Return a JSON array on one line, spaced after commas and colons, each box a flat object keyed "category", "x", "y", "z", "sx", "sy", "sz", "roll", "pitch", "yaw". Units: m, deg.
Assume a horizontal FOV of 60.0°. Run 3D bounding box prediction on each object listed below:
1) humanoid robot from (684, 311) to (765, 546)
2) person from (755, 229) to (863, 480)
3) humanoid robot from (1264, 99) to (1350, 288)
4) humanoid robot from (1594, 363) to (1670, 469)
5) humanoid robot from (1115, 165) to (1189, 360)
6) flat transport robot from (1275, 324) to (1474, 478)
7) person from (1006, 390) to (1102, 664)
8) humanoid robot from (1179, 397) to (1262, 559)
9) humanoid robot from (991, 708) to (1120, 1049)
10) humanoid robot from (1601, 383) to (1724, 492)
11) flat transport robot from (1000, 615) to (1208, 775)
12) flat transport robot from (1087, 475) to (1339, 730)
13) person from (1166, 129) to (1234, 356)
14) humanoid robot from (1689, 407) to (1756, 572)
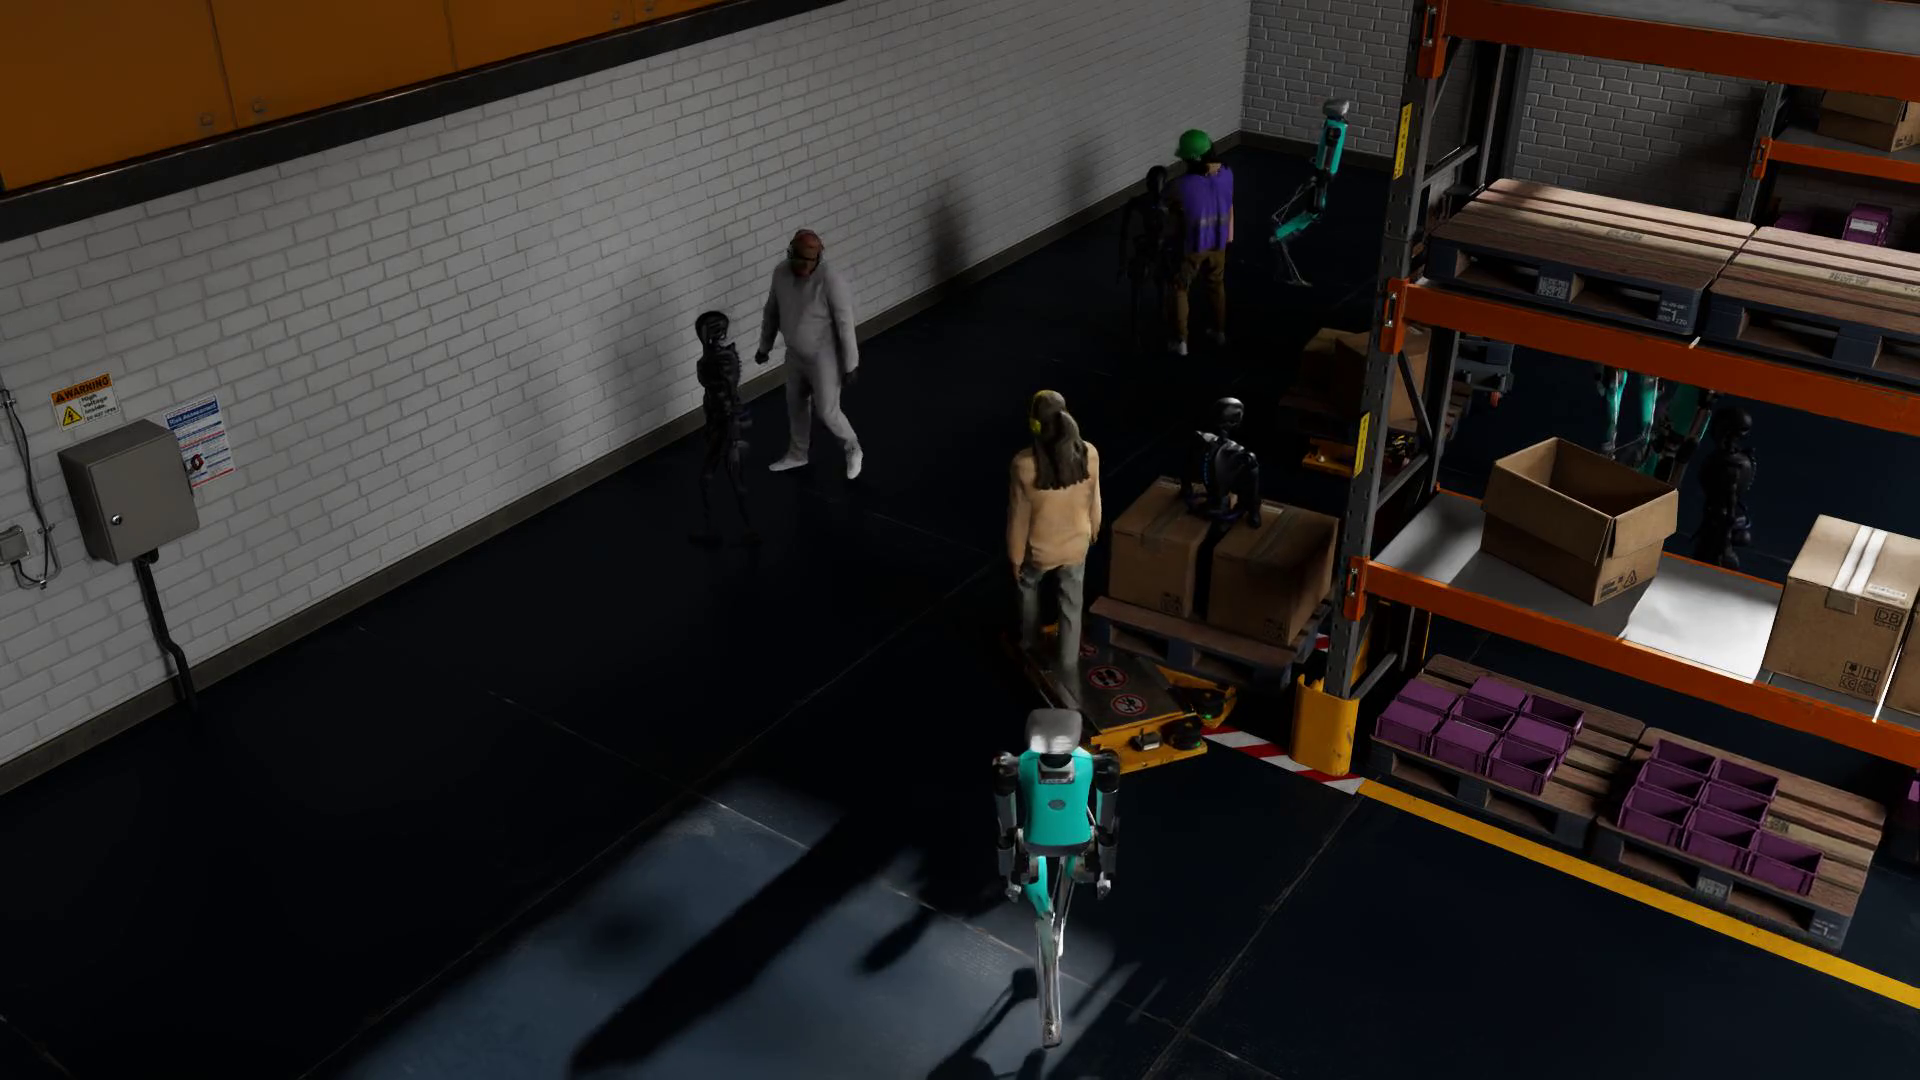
[{"category": "humanoid robot", "x": -1.579, "y": -0.699, "z": 10.844, "sx": 0.514, "sy": 1.647, "sz": 0.608, "roll": -14, "pitch": 33, "yaw": -22}, {"category": "person", "x": -1.049, "y": -1.324, "z": 11.727, "sx": 0.799, "sy": 1.891, "sz": 0.500, "roll": 24, "pitch": 38, "yaw": 36}, {"category": "humanoid robot", "x": 3.015, "y": -3.020, "z": 14.919, "sx": 0.770, "sy": 1.888, "sz": 0.542, "roll": 8, "pitch": 31, "yaw": 14}, {"category": "humanoid robot", "x": 4.649, "y": -1.011, "z": 11.392, "sx": 0.530, "sy": 1.840, "sz": 0.790, "roll": 4, "pitch": 30, "yaw": 6}, {"category": "humanoid robot", "x": 1.572, "y": -2.273, "z": 13.585, "sx": 0.610, "sy": 1.651, "sz": 0.378, "roll": 8, "pitch": 31, "yaw": 13}, {"category": "flat transport robot", "x": 3.104, "y": -0.824, "z": 12.469, "sx": 0.659, "sy": 0.231, "sz": 1.431, "roll": 15, "pitch": 33, "yaw": 24}, {"category": "person", "x": 0.525, "y": -0.025, "z": 9.500, "sx": 0.582, "sy": 1.846, "sz": 0.762, "roll": -4, "pitch": 30, "yaw": -7}, {"category": "humanoid robot", "x": 1.524, "y": -0.084, "z": 9.766, "sx": 0.609, "sy": 1.648, "sz": 0.350, "roll": 27, "pitch": 39, "yaw": 38}, {"category": "humanoid robot", "x": 0.407, "y": 1.329, "z": 7.289, "sx": 0.556, "sy": 1.725, "sz": 1.056, "roll": 0, "pitch": 30, "yaw": 1}, {"category": "humanoid robot", "x": 4.266, "y": -0.460, "z": 10.367, "sx": 0.914, "sy": 1.766, "sz": 0.545, "roll": 6, "pitch": 30, "yaw": 9}, {"category": "flat transport robot", "x": 0.800, "y": 0.839, "z": 9.584, "sx": 0.659, "sy": 0.231, "sz": 1.431, "roll": -11, "pitch": 32, "yaw": -18}, {"category": "flat transport robot", "x": 1.508, "y": 0.620, "z": 9.965, "sx": 0.659, "sy": 0.231, "sz": 1.431, "roll": 16, "pitch": 34, "yaw": 26}, {"category": "person", "x": 1.998, "y": -2.442, "z": 13.660, "sx": 0.611, "sy": 1.891, "sz": 0.464, "roll": -10, "pitch": 31, "yaw": -17}, {"category": "humanoid robot", "x": 4.400, "y": -0.002, "z": 9.641, "sx": 0.376, "sy": 1.642, "sz": 0.609, "roll": 8, "pitch": 31, "yaw": 13}]
